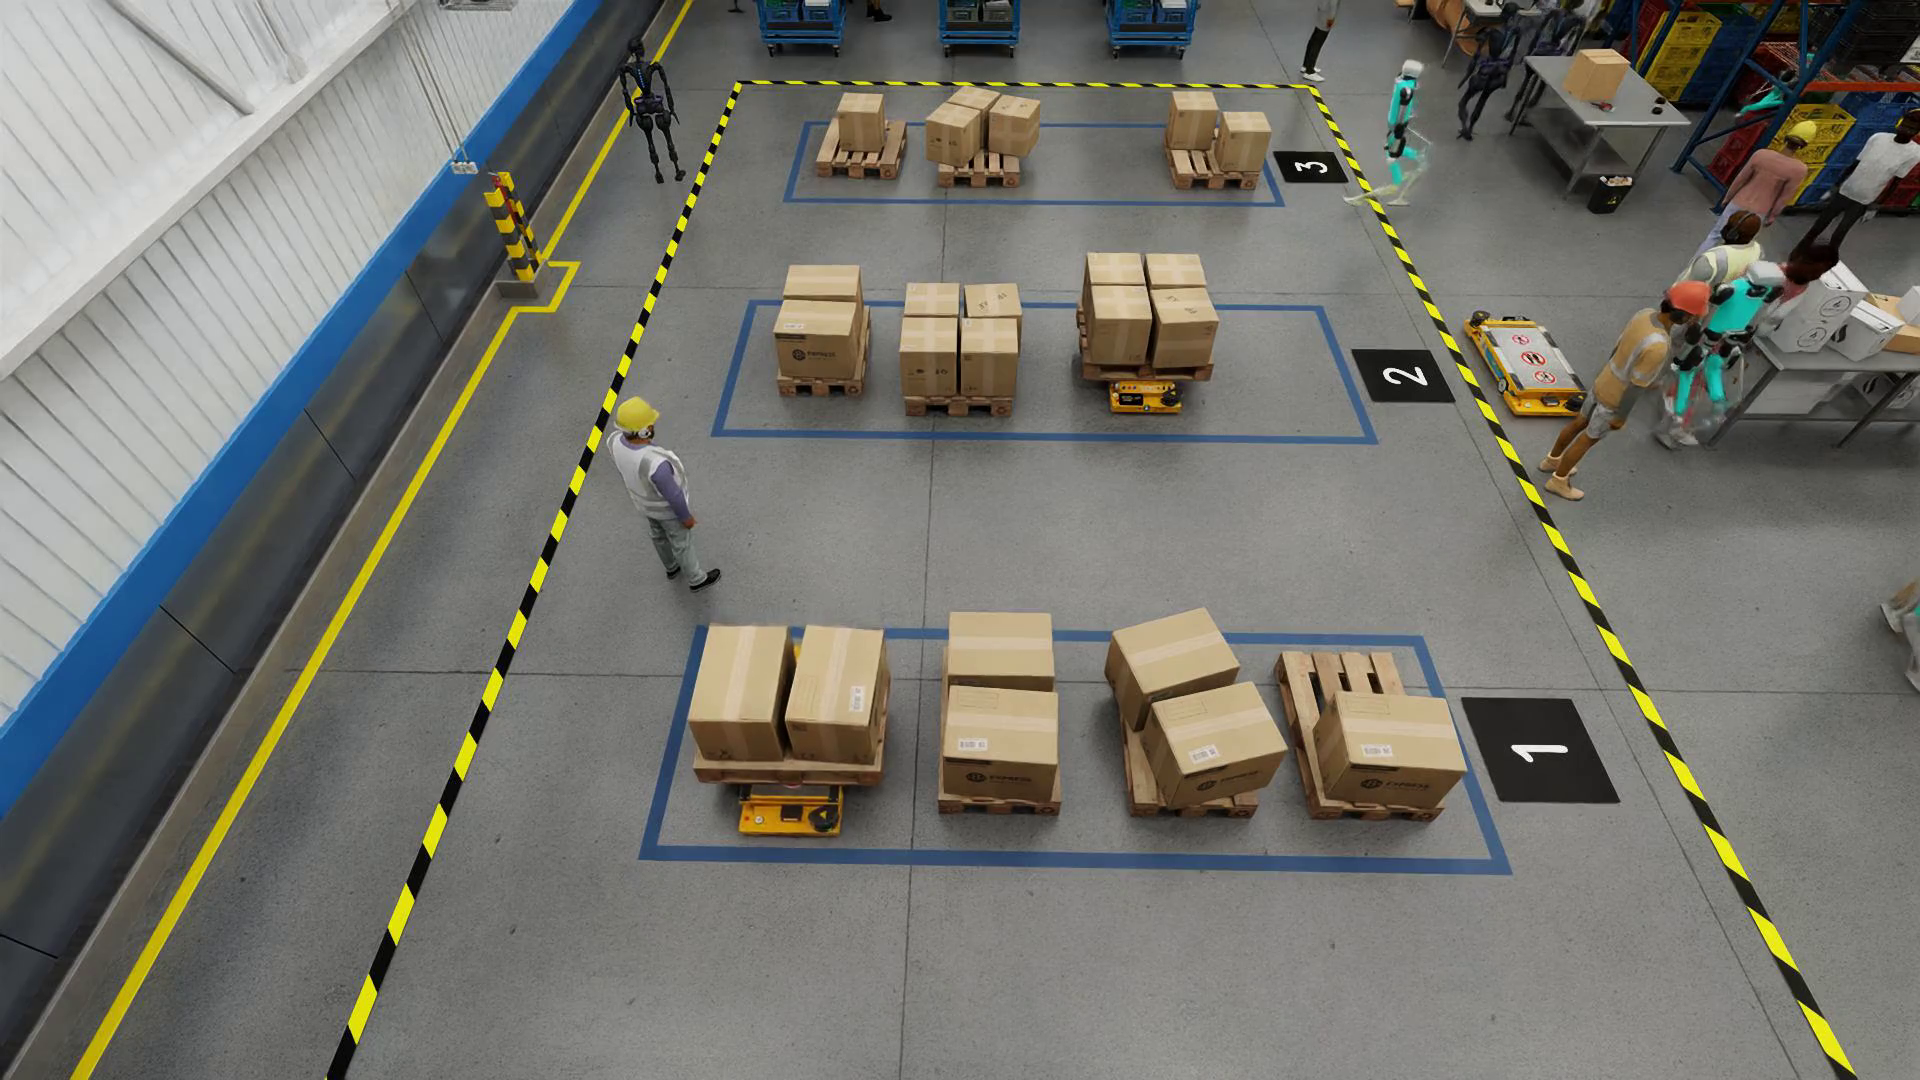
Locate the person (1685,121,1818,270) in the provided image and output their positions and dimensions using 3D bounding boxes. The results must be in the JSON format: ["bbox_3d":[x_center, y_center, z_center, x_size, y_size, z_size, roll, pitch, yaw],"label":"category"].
[{"bbox_3d":[8.239,-3.471,9.548,0.320,1.765,0.533,-29,55,-23],"label":"person"}]

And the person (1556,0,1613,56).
[{"bbox_3d":[8.852,-7.511,12.999,0.582,1.831,0.696,28,55,22],"label":"person"}]

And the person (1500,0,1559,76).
[{"bbox_3d":[8.301,-7.518,13.092,0.889,1.696,0.499,-7,49,-6],"label":"person"}]

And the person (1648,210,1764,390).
[{"bbox_3d":[6.626,-2.116,8.332,0.622,1.837,0.429,-11,50,-10],"label":"person"}]

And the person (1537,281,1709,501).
[{"bbox_3d":[5.319,-1.189,7.391,0.380,2.042,0.604,13,50,11],"label":"person"}]

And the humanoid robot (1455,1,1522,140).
[{"bbox_3d":[6.795,-5.990,11.782,0.614,1.641,0.380,-5,49,-4],"label":"humanoid robot"}]

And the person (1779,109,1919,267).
[{"bbox_3d":[9.338,-3.572,9.577,0.324,1.859,0.512,-22,53,-18],"label":"person"}]

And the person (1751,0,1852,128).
[{"bbox_3d":[10.998,-6.264,11.794,0.444,2.023,0.622,9,50,7],"label":"person"}]

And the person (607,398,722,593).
[{"bbox_3d":[-2.189,-0.304,6.763,0.586,1.831,0.403,29,55,23],"label":"person"}]

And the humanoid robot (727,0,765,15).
[{"bbox_3d":[-3.528,-9.322,14.704,0.737,1.653,0.608,2,49,2],"label":"humanoid robot"}]

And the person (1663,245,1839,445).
[{"bbox_3d":[6.778,-1.702,7.954,0.674,1.858,0.902,8,50,7],"label":"person"}]

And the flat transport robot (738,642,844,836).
[{"bbox_3d":[-1.098,1.328,6.365,0.652,0.197,1.431,1,49,1],"label":"flat transport robot"}]

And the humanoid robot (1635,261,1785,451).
[{"bbox_3d":[6.433,-1.416,7.811,0.530,1.820,0.756,-1,49,-1],"label":"humanoid robot"}]

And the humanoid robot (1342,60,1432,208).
[{"bbox_3d":[5.131,-4.534,10.501,1.022,1.740,0.539,9,50,8],"label":"humanoid robot"}]

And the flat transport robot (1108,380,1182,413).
[{"bbox_3d":[1.773,-1.807,9.079,0.652,0.197,1.431,1,49,1],"label":"flat transport robot"}]

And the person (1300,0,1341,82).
[{"bbox_3d":[5.275,-7.549,13.023,0.404,1.848,0.589,6,49,5],"label":"person"}]

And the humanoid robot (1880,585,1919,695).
[{"bbox_3d":[7.097,0.257,6.374,0.538,1.758,1.020,5,49,4],"label":"humanoid robot"}]

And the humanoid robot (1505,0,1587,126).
[{"bbox_3d":[7.715,-6.350,12.097,0.384,1.642,0.605,-36,58,-27],"label":"humanoid robot"}]

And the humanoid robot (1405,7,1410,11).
[{"bbox_3d":[7.895,-9.475,14.837,0.790,1.636,0.590,-1,49,-1],"label":"humanoid robot"}]

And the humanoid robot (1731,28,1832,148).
[{"bbox_3d":[10.132,-5.610,11.433,0.806,1.794,0.539,6,49,5],"label":"humanoid robot"}]

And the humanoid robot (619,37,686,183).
[{"bbox_3d":[-3.733,-5.174,11.070,0.599,1.657,0.315,-7,49,-6],"label":"humanoid robot"}]

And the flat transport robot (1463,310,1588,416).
[{"bbox_3d":[5.573,-1.757,9.054,0.659,0.231,1.431,1,49,1],"label":"flat transport robot"}]

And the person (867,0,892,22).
[{"bbox_3d":[-1.359,-9.286,14.473,0.362,1.931,0.541,-25,54,-20],"label":"person"}]

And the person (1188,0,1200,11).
[{"bbox_3d":[3.613,-9.353,14.620,0.893,1.792,0.602,-29,55,-23],"label":"person"}]
